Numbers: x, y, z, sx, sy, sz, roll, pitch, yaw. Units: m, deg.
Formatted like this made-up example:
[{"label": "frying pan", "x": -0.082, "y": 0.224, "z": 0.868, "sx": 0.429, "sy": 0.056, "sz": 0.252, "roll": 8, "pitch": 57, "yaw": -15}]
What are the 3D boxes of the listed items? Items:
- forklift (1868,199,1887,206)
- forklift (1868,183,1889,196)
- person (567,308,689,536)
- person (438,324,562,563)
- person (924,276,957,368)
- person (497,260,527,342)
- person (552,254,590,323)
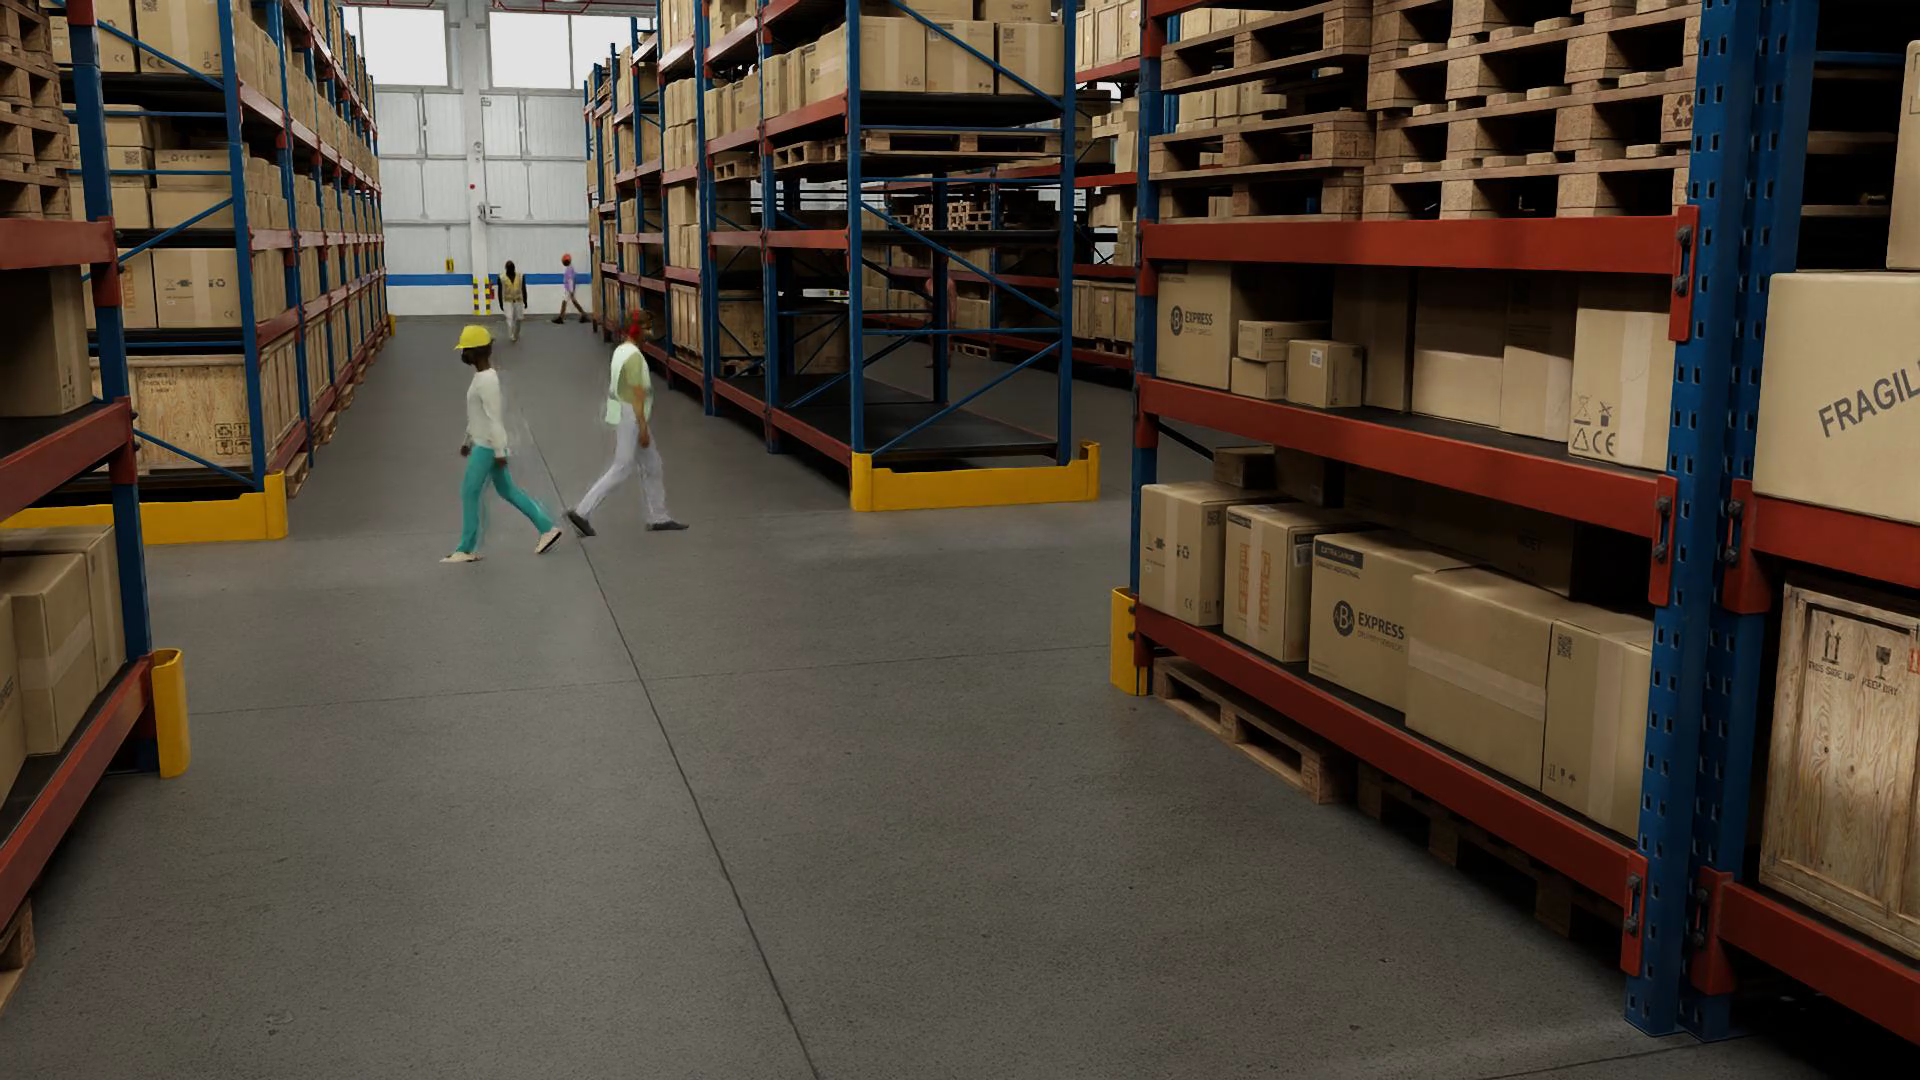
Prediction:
[{"label": "forklift", "x": 11.338, "y": -2.915, "z": 21.052, "sx": 1.129, "sy": 2.768, "sz": 1.873, "roll": -3, "pitch": 11, "yaw": -17}, {"label": "forklift", "x": 7.483, "y": -1.613, "z": 13.911, "sx": 1.873, "sy": 2.768, "sz": 1.129, "roll": -3, "pitch": 11, "yaw": -16}, {"label": "person", "x": -2.645, "y": -0.917, "z": 13.074, "sx": 0.903, "sy": 1.804, "sz": 0.565, "roll": -2, "pitch": 11, "yaw": -13}, {"label": "person", "x": -3.361, "y": -0.704, "z": 12.100, "sx": 0.849, "sy": 1.737, "sz": 0.506, "roll": -2, "pitch": 11, "yaw": -13}, {"label": "person", "x": -0.379, "y": -4.021, "z": 29.786, "sx": 0.651, "sy": 1.906, "sz": 0.402, "roll": 6, "pitch": 12, "yaw": 29}, {"label": "person", "x": -10.035, "y": -5.348, "z": 37.262, "sx": 0.648, "sy": 1.831, "sz": 0.540, "roll": -5, "pitch": 11, "yaw": -25}, {"label": "person", "x": -10.596, "y": -6.833, "z": 45.240, "sx": 0.992, "sy": 1.896, "sz": 0.556, "roll": -2, "pitch": 10, "yaw": -9}]
